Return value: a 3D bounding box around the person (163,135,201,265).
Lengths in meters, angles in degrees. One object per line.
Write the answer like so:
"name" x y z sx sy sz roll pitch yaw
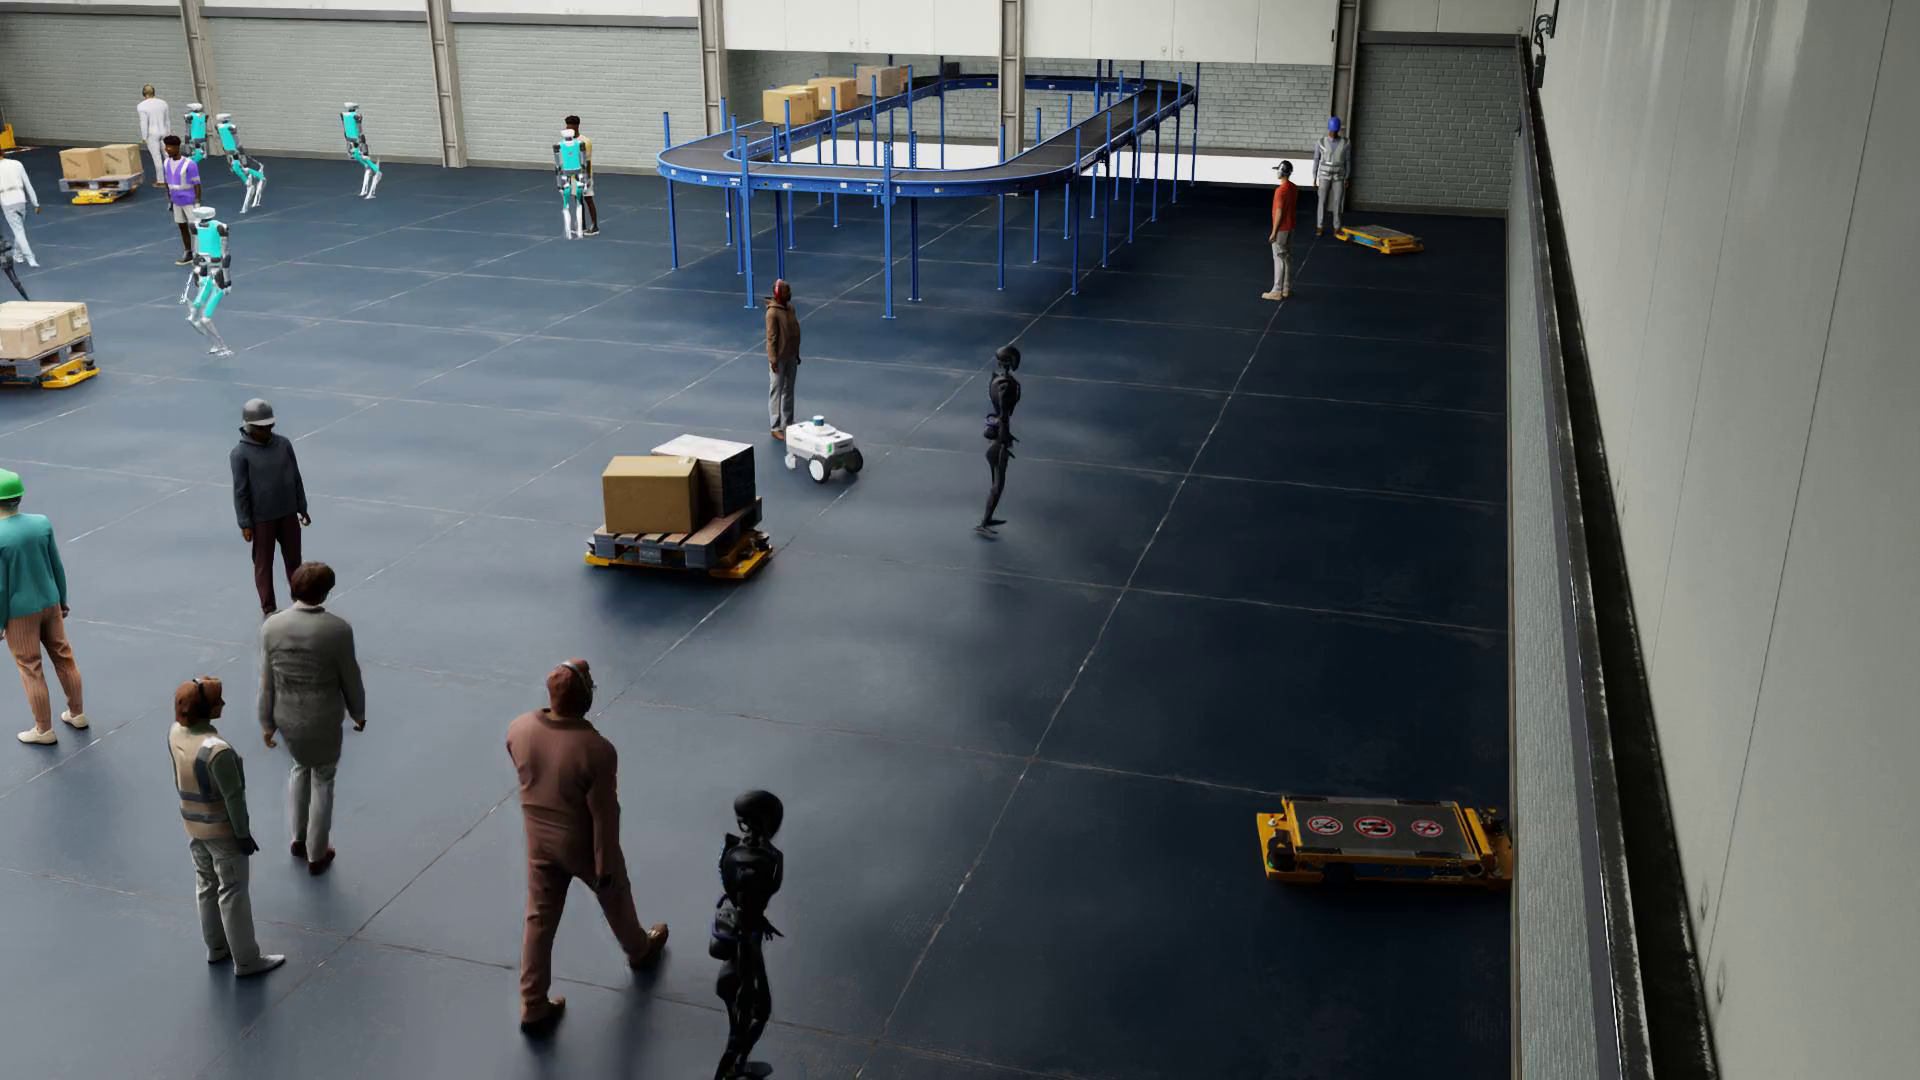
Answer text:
"person" -11.719 -5.123 25.108 0.611 1.963 0.362 8 22 19

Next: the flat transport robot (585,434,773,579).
"flat transport robot" -2.358 0.069 13.999 1.431 0.231 0.659 6 22 14

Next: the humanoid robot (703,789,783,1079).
"humanoid robot" -0.991 1.831 7.501 0.439 1.646 0.605 -1 21 -2

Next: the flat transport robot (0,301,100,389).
"flat transport robot" -10.817 -1.951 19.239 1.431 0.231 0.659 2 21 5

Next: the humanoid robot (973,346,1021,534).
"humanoid robot" 0.328 -0.885 14.531 0.392 1.640 0.673 1 21 3

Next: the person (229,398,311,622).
"person" -5.198 -0.205 12.577 0.381 1.806 0.550 17 27 38

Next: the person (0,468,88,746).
"person" -6.054 0.433 10.821 0.343 1.873 0.526 10 23 25

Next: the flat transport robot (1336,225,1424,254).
"flat transport robot" 6.734 -4.832 26.709 0.659 0.231 1.431 -9 23 -22

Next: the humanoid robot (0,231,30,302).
"humanoid robot" -12.920 -3.849 22.262 0.589 1.623 0.766 15 26 34

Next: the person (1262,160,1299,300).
"person" 4.441 -4.291 23.028 0.394 1.912 0.474 17 27 37

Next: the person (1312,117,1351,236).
"person" 6.108 -5.976 27.371 0.620 1.932 0.415 2 21 6

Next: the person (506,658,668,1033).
"person" -1.899 1.455 8.204 0.647 1.854 0.985 8 23 21

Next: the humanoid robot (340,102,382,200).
"humanoid robot" -11.040 -7.240 30.850 0.546 1.752 0.671 14 25 33

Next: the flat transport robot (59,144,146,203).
"flat transport robot" -15.935 -6.479 30.983 0.659 0.231 1.431 -3 21 -7

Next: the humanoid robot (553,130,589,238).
"humanoid robot" -6.372 -5.829 27.263 0.548 1.800 0.675 -8 22 -19

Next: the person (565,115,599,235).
"person" -6.286 -6.029 27.482 0.598 1.957 0.379 16 27 36

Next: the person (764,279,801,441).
"person" -1.825 -1.864 17.086 0.332 1.651 0.467 12 24 28

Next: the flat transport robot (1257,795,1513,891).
"flat transport robot" 2.474 1.755 9.625 1.431 0.231 0.659 1 21 4

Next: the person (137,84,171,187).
"person" -15.487 -7.786 32.054 0.372 1.940 0.627 12 24 29

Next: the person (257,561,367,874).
"person" -3.667 1.011 9.437 0.540 1.792 0.534 -1 21 -2

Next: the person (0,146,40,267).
"person" -14.312 -5.076 25.149 0.984 1.851 0.628 17 27 37

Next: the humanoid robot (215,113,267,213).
"humanoid robot" -12.637 -6.659 29.451 0.555 1.806 0.794 15 25 33

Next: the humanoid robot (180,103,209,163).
"humanoid robot" -14.271 -7.157 30.768 0.844 1.817 0.546 7 22 16

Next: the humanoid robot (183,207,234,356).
"humanoid robot" -9.180 -3.114 20.212 0.585 1.765 0.775 7 22 17

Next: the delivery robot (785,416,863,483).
"delivery robot" -1.342 -0.892 16.104 0.783 0.601 0.499 20 29 41

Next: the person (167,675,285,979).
"person" -3.786 1.461 8.483 0.521 1.636 0.309 15 26 33
